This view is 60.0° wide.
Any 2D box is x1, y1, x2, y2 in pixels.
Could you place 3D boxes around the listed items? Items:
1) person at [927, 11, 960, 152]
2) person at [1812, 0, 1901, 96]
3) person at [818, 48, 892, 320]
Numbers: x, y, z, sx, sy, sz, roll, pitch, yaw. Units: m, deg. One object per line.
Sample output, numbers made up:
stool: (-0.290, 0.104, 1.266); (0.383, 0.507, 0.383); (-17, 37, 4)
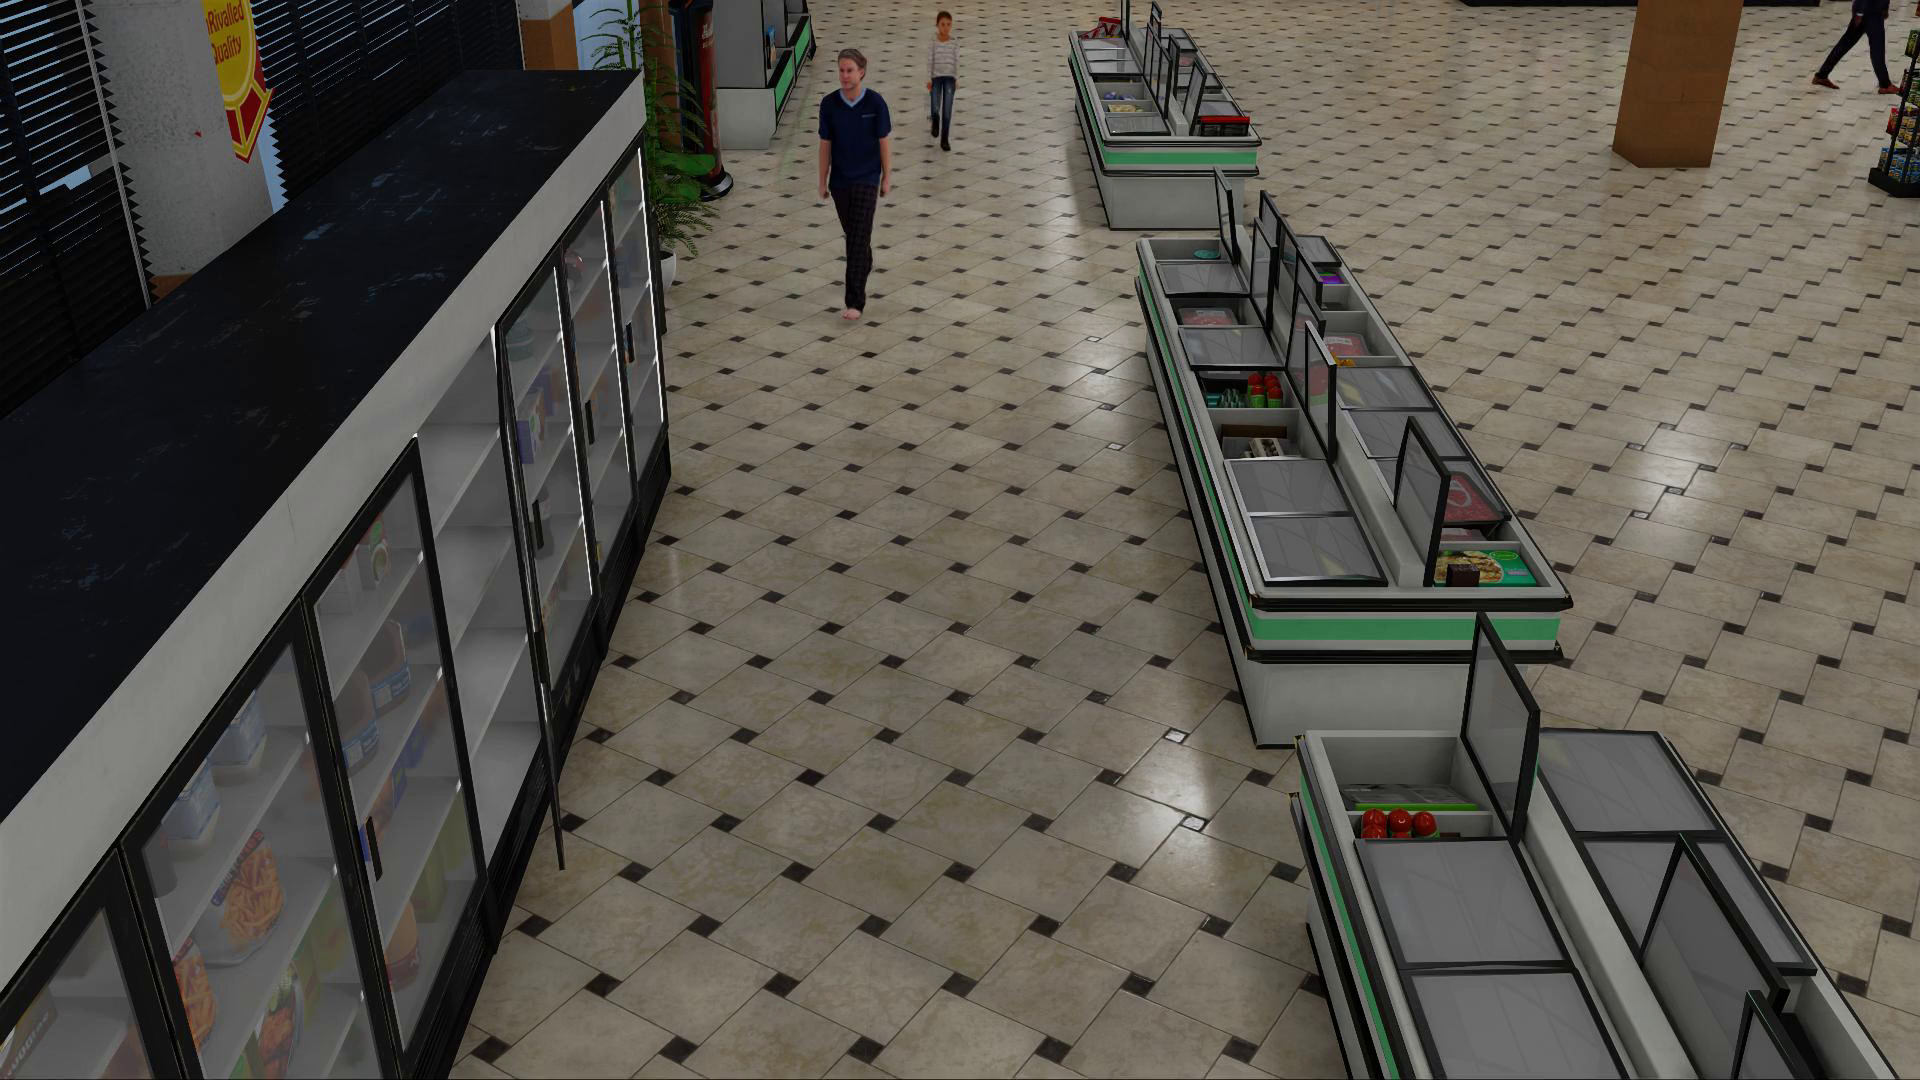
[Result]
person: (-0.183, -4.532, 16.388); (0.559, 1.308, 0.780); (-5, 27, -10)
person: (9.999, -5.850, 18.470); (1.175, 1.775, 1.264); (15, 30, 27)
person: (-0.736, -2.576, 11.959); (0.829, 1.824, 1.250); (6, 27, 11)
